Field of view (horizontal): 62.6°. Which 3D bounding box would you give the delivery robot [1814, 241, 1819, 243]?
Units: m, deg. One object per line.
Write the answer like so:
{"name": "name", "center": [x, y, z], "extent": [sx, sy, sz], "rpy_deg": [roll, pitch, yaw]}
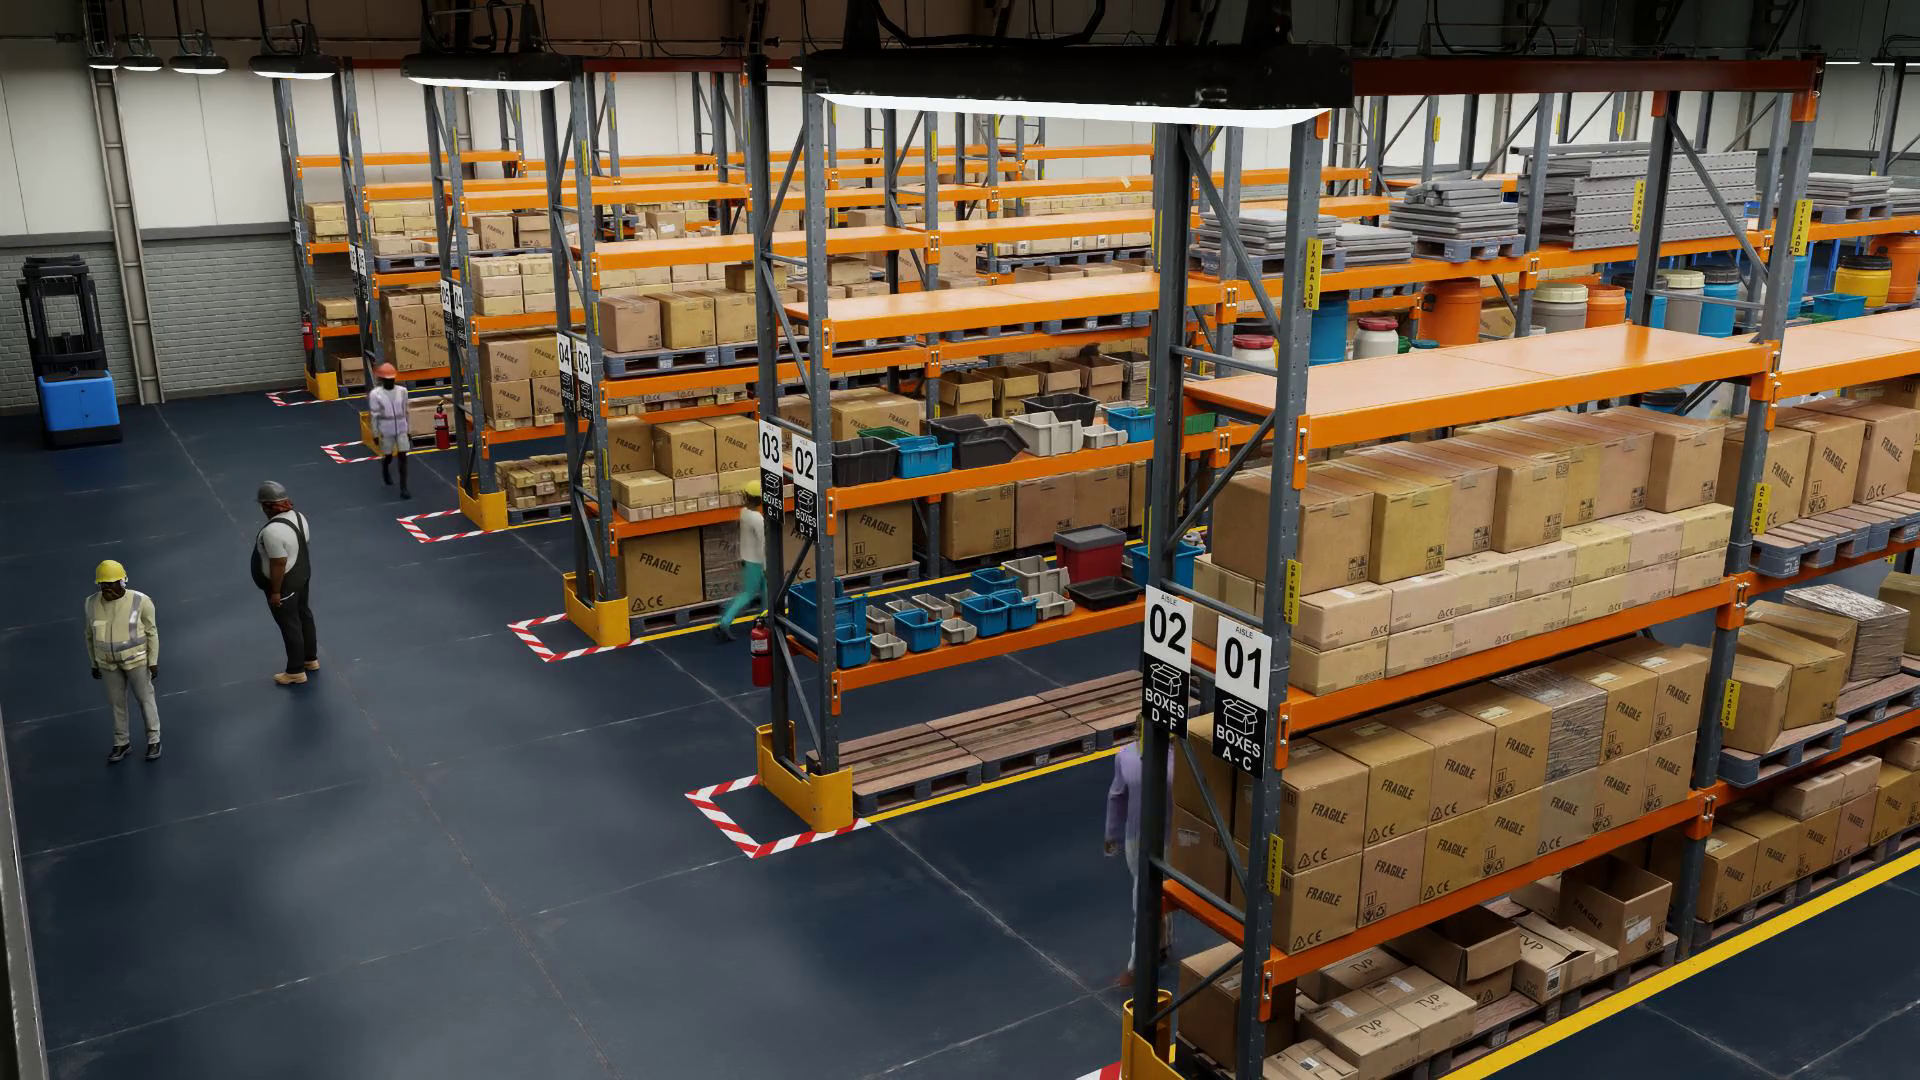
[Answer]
{"name": "delivery robot", "center": [28.473, -10.197, 52.812], "extent": [0.477, 0.478, 0.707], "rpy_deg": [0, 17, 1]}

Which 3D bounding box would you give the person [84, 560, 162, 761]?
{"name": "person", "center": [-7.349, 1.051, 13.862], "extent": [0.590, 1.833, 0.404], "rpy_deg": [-2, 17, -7]}

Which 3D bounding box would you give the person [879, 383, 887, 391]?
{"name": "person", "center": [-1.013, -1.195, 21.191], "extent": [0.956, 1.843, 0.598], "rpy_deg": [-15, 22, -40]}

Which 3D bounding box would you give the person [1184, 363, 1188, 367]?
{"name": "person", "center": [3.222, -2.022, 23.744], "extent": [0.391, 1.948, 0.605], "rpy_deg": [9, 19, 27]}

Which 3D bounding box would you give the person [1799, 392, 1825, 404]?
{"name": "person", "center": [12.148, -1.552, 22.621], "extent": [0.316, 1.700, 0.541], "rpy_deg": [-2, 17, -6]}

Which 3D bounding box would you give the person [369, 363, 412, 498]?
{"name": "person", "center": [-8.045, -1.577, 22.338], "extent": [0.557, 1.919, 0.735], "rpy_deg": [-11, 20, -33]}

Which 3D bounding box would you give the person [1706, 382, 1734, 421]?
{"name": "person", "center": [11.851, -2.132, 24.691], "extent": [0.736, 1.604, 0.516], "rpy_deg": [14, 22, 38]}

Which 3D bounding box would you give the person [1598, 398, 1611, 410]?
{"name": "person", "center": [10.598, -2.725, 25.934], "extent": [0.569, 2.010, 0.619], "rpy_deg": [-15, 22, -40]}

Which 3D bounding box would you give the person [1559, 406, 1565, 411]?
{"name": "person", "center": [10.169, -2.918, 26.826], "extent": [0.310, 1.863, 0.533], "rpy_deg": [-15, 23, -41]}

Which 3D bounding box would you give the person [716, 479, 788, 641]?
{"name": "person", "center": [-2.244, 0.204, 16.811], "extent": [0.840, 1.738, 0.533], "rpy_deg": [-9, 19, -26]}

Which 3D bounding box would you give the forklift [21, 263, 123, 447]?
{"name": "forklift", "center": [-14.518, -3.079, 25.708], "extent": [1.129, 2.768, 1.873], "rpy_deg": [-10, 20, -31]}

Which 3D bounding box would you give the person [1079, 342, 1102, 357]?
{"name": "person", "center": [2.172, -2.421, 25.048], "extent": [1.002, 1.941, 0.640], "rpy_deg": [-10, 20, -31]}

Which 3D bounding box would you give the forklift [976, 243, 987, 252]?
{"name": "forklift", "center": [0.988, -5.474, 34.718], "extent": [1.214, 2.155, 2.313], "rpy_deg": [-10, 20, -31]}

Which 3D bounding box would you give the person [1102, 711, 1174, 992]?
{"name": "person", "center": [1.176, 2.042, 10.467], "extent": [0.795, 1.913, 0.661], "rpy_deg": [-14, 22, -39]}

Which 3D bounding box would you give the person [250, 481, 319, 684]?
{"name": "person", "center": [-6.731, 0.419, 15.657], "extent": [0.536, 2.000, 0.688], "rpy_deg": [0, 17, 1]}
